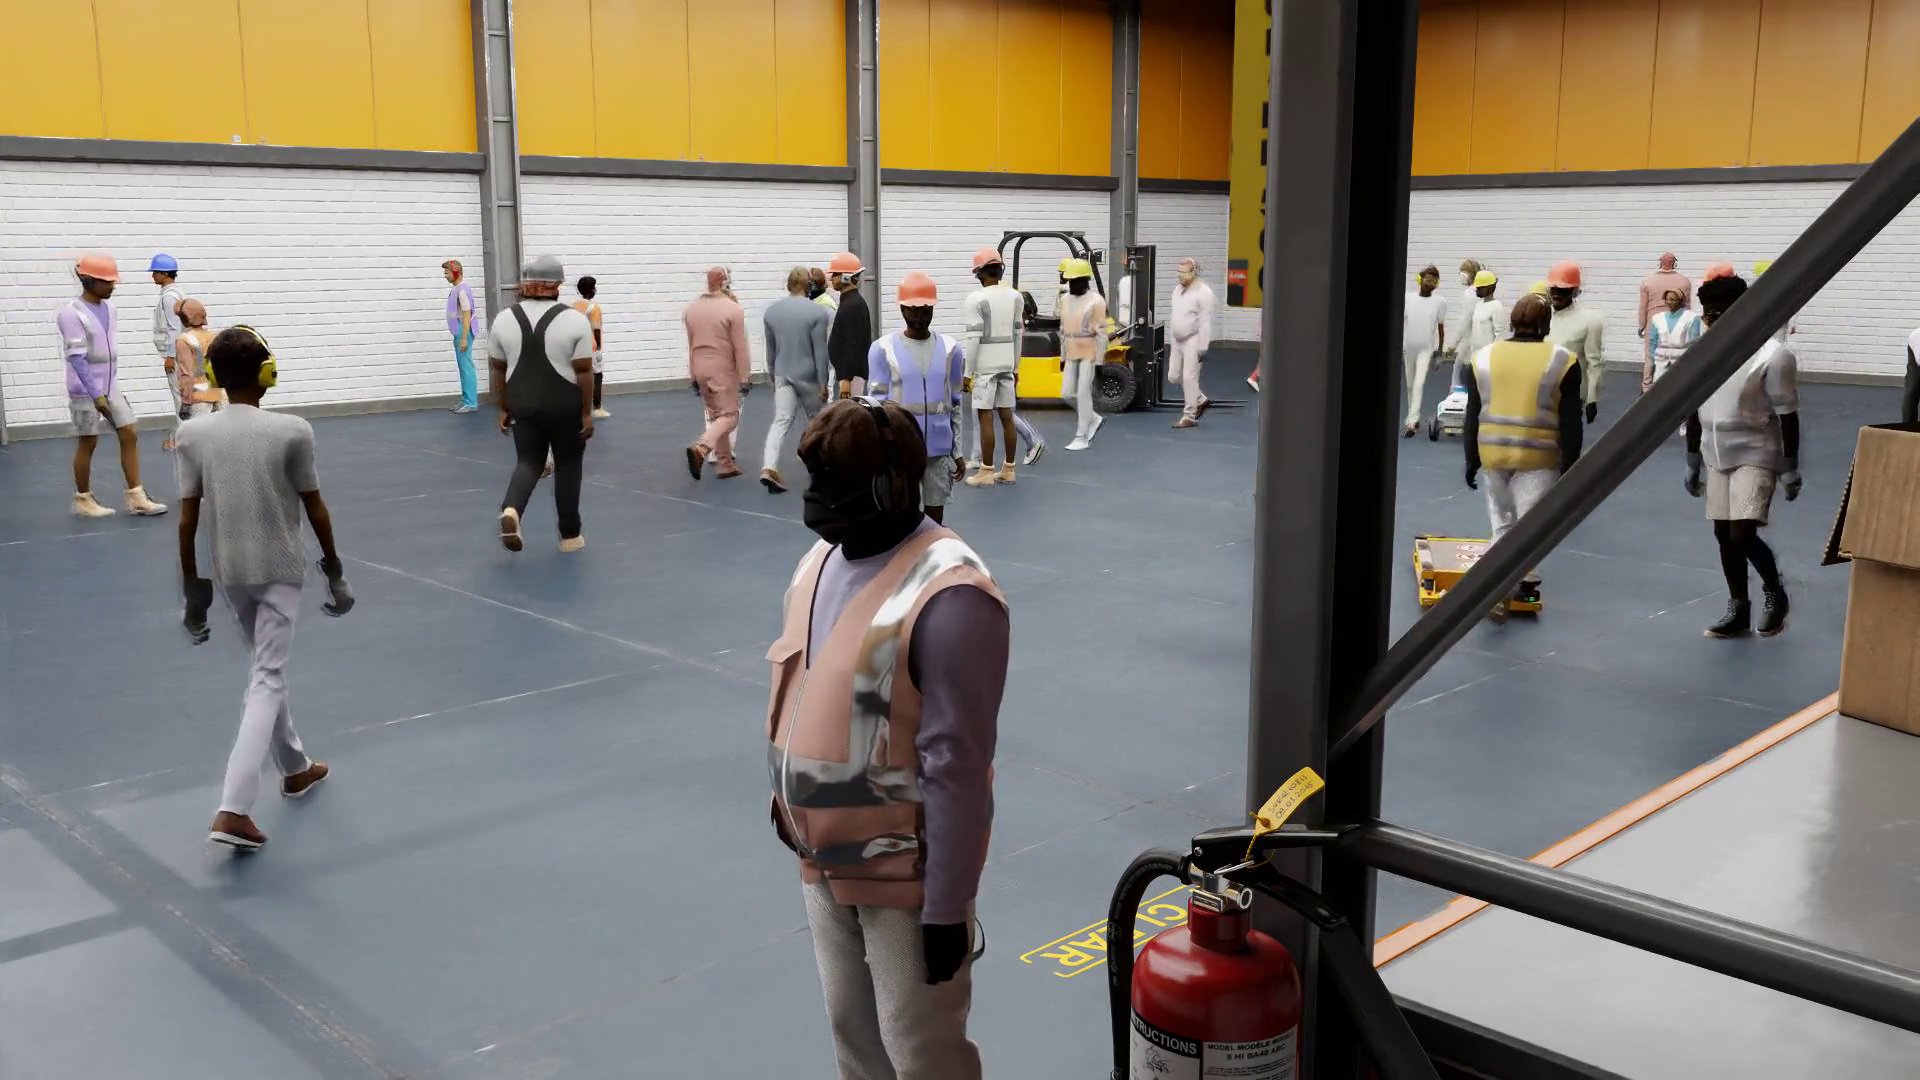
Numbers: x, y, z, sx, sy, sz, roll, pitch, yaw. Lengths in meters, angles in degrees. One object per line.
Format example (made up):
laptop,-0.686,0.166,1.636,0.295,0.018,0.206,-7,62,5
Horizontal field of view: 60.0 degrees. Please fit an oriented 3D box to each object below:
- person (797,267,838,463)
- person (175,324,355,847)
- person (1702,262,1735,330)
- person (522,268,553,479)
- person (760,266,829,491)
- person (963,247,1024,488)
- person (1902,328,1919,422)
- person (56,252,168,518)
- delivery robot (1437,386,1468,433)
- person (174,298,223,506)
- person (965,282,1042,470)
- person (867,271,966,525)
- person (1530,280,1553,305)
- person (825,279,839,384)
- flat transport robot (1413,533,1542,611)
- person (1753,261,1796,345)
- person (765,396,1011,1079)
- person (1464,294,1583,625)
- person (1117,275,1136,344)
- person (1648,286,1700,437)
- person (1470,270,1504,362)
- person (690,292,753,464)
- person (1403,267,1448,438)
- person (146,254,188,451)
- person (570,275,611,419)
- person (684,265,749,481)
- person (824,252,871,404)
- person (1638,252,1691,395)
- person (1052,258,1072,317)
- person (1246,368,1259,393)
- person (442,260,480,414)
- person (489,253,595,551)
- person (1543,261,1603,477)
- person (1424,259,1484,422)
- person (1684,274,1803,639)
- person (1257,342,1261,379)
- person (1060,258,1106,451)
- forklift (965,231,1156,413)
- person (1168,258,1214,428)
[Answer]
person,-1.332,-1.595,15.395,0.429,1.837,0.634,-3,11,-18
person,-2.521,0.145,5.964,0.519,1.827,0.980,1,10,8
person,7.325,-1.720,15.989,0.392,1.885,0.659,8,13,37
person,-3.704,-1.463,14.604,0.523,1.858,0.439,5,12,26
person,-1.397,-1.359,14.007,0.630,1.890,1.030,4,11,23
person,0.254,-1.460,14.128,0.605,2.033,0.392,-8,13,-39
person,6.021,-0.655,10.067,0.589,1.914,0.392,7,12,32
person,-6.380,-1.131,12.439,0.802,2.002,0.621,2,11,12
delivery robot,5.218,-1.362,17.372,0.477,0.478,0.707,5,12,25
person,-6.017,-1.090,13.189,0.312,1.636,0.518,1,10,5
person,0.370,-1.512,15.215,0.779,1.742,0.527,-7,12,-32
person,-0.227,-0.503,9.166,0.553,1.935,0.364,-3,11,-18
person,5.812,-1.822,17.064,0.919,1.680,0.499,0,10,-2
person,-1.910,-2.918,23.206,0.463,1.616,0.512,-8,13,-36
flat transport robot,3.085,0.180,9.994,0.652,0.197,1.431,2,11,13
person,11.264,-2.984,23.164,0.667,1.781,0.411,6,12,32
person,-0.162,0.632,3.283,0.430,1.836,0.619,-7,13,-34
person,3.064,-0.434,9.142,0.632,1.819,0.782,8,13,36
person,2.423,-3.095,23.453,0.992,1.887,0.561,-6,12,-31
person,7.368,-1.800,17.111,0.536,1.619,0.550,9,14,40
person,5.594,-1.987,17.751,0.337,1.760,0.526,-2,11,-10
person,-2.238,-1.528,15.605,0.631,1.611,0.574,1,10,5
person,4.866,-1.992,17.693,0.560,1.818,1.017,5,11,25
person,-7.841,-1.869,16.590,0.385,1.948,0.602,-4,11,-21
person,-4.363,-2.218,19.244,0.533,1.681,0.603,8,13,39
person,-2.133,-1.425,14.385,0.653,1.879,0.789,7,12,32
person,-0.920,-1.370,13.739,0.382,1.995,0.612,-1,10,-3
person,9.308,-2.842,22.011,0.641,1.908,0.407,4,11,19
person,1.411,-2.776,21.845,0.404,1.831,0.600,4,11,21
person,4.280,-2.813,22.323,0.843,1.737,0.529,2,11,12
person,-5.977,-2.439,19.999,0.396,1.837,0.564,-4,11,-23
person,-2.763,-0.901,11.055,0.695,2.000,0.745,1,10,8
person,4.352,-1.079,12.297,1.061,1.927,0.627,-7,13,-35
person,5.723,-2.164,18.438,1.017,1.880,0.626,5,12,26
person,4.048,-0.415,8.709,0.538,1.930,0.610,-5,11,-24
person,3.260,-1.796,16.629,0.535,1.792,0.978,7,12,32
person,1.235,-1.847,16.572,0.557,1.907,0.616,-9,14,-41
forklift,1.222,-2.721,20.561,2.313,2.155,1.214,2,11,13
person,2.587,-2.188,18.510,0.524,1.886,0.651,-6,12,-30
